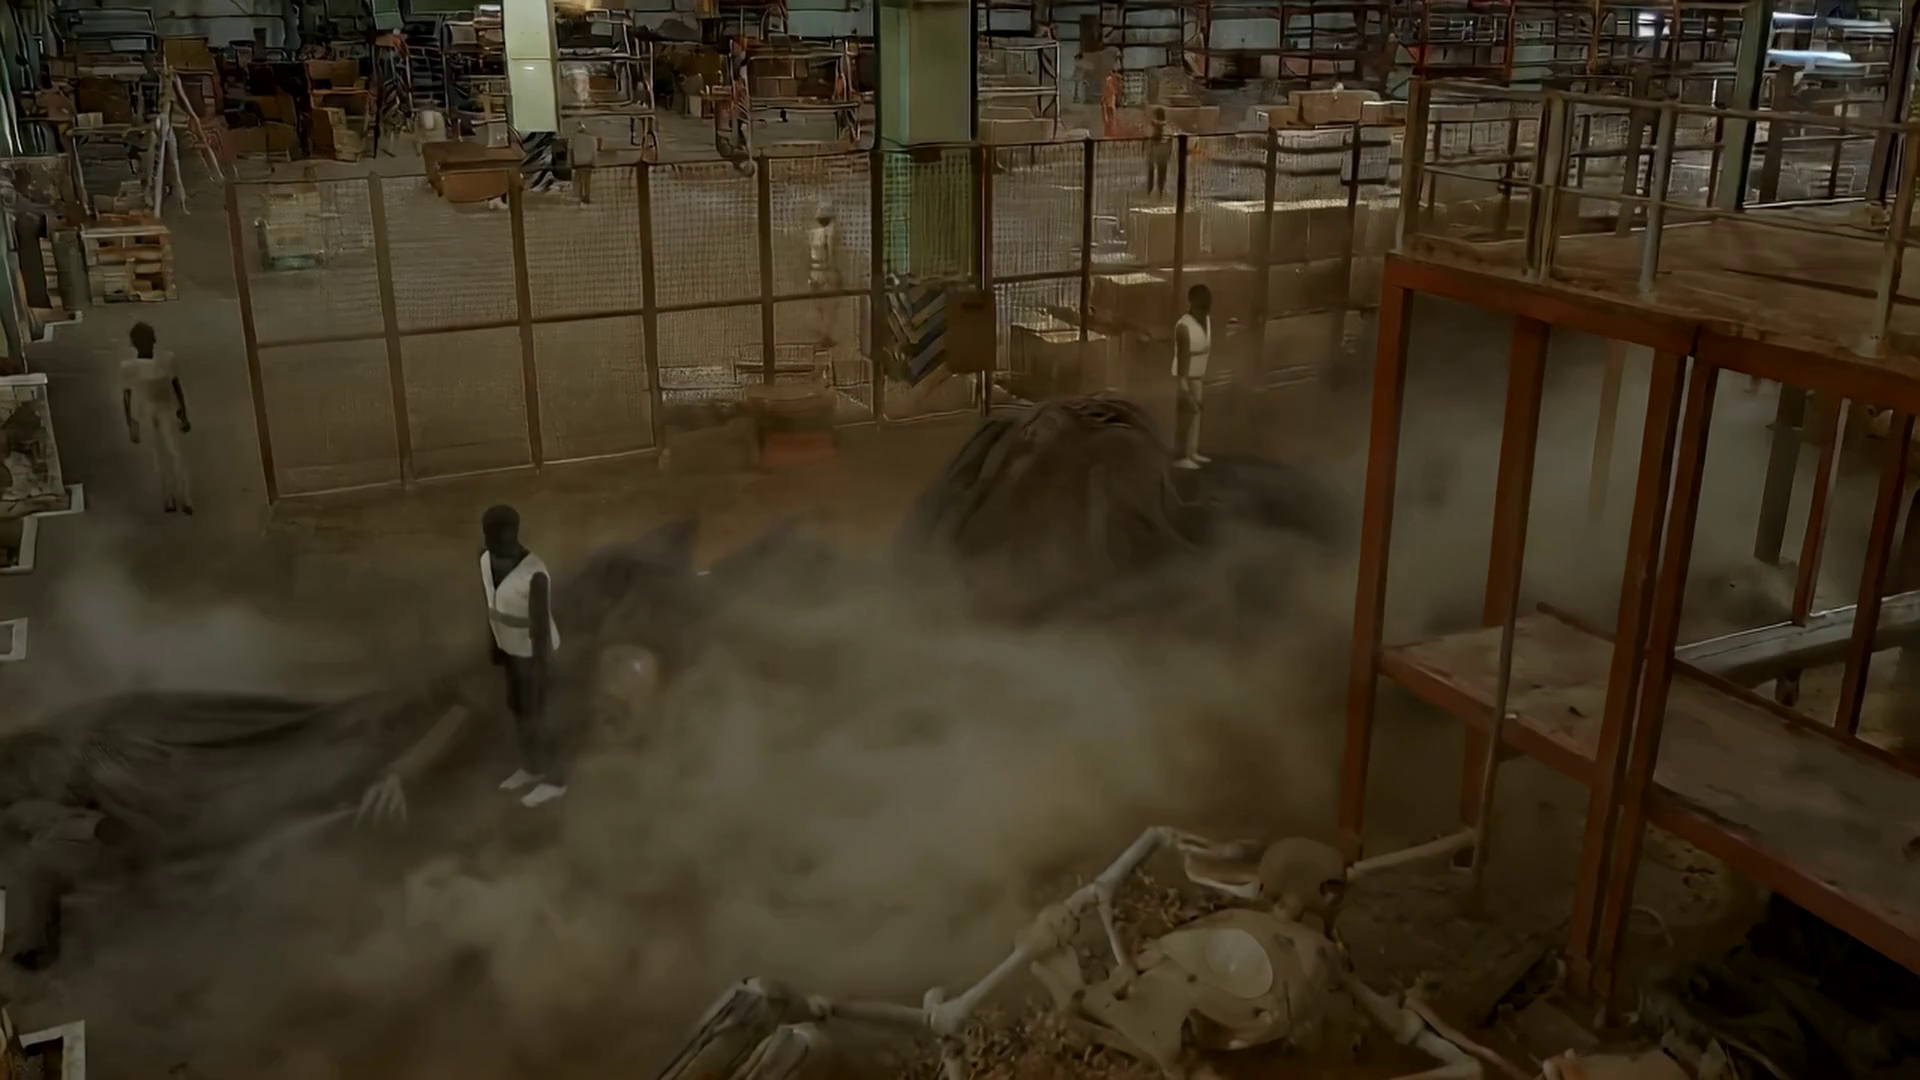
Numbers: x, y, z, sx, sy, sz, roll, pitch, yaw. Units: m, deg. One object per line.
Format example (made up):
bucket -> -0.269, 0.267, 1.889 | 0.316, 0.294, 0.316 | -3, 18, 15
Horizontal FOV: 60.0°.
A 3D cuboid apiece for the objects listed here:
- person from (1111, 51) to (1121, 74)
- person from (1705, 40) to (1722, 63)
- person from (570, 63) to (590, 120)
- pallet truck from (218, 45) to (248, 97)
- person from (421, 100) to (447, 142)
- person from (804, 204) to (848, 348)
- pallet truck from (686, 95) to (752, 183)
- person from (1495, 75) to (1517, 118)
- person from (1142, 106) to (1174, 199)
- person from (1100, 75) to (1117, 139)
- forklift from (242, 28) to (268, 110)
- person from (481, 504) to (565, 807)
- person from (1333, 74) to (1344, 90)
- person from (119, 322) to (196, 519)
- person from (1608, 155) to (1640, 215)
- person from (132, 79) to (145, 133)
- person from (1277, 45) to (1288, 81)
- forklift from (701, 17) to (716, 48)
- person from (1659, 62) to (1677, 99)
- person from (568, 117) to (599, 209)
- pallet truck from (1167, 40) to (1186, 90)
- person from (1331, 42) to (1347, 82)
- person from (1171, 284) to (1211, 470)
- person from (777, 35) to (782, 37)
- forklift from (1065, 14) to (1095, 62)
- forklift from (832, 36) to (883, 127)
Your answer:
person -> 6.255, -19.015, 67.618 | 0.819, 1.655, 0.553 | 11, 22, 29
person -> 34.895, -22.363, 77.147 | 0.913, 1.786, 0.594 | -10, 21, -27
person -> -12.838, -15.192, 56.187 | 0.635, 1.912, 0.869 | -13, 23, -32
pallet truck -> -28.879, -18.665, 66.111 | 0.823, 1.965, 1.885 | -3, 19, -9
person -> -12.913, -9.873, 40.900 | 0.631, 1.819, 0.804 | 3, 19, 7
person -> -1.786, -3.556, 22.428 | 0.614, 1.926, 0.517 | 16, 25, 39
pallet truck -> -5.836, -9.608, 39.856 | 0.823, 1.965, 1.885 | 10, 22, 27
person -> 15.963, -12.624, 48.709 | 0.604, 1.931, 0.928 | 2, 19, 7
person -> 4.387, -8.643, 36.991 | 0.685, 2.000, 0.886 | 2, 19, 6
person -> 4.442, -12.946, 49.747 | 0.527, 1.858, 0.318 | 14, 23, 34
forklift -> -24.981, -16.906, 59.677 | 1.873, 2.768, 1.129 | -9, 21, -25
person -> -2.671, 0.684, 10.164 | 0.584, 1.911, 0.392 | 16, 24, 38
person -> 12.246, -14.277, 53.947 | 0.315, 1.629, 0.508 | -6, 20, -16
person -> -7.414, -1.092, 15.394 | 0.567, 1.841, 0.753 | -12, 22, -30
person -> 11.404, -5.630, 28.443 | 0.580, 1.914, 0.682 | -17, 25, -40
person -> -25.385, -13.404, 51.416 | 0.522, 1.631, 0.324 | 6, 20, 16
person -> 12.900, -18.842, 66.713 | 0.366, 1.935, 0.552 | -9, 21, -23
forklift -> -10.921, -21.323, 72.480 | 1.873, 2.768, 1.129 | -9, 21, -25
person -> 25.451, -16.333, 59.819 | 0.547, 1.676, 0.549 | 12, 22, 31
person -> -8.048, -8.092, 35.625 | 0.598, 1.889, 0.912 | -2, 19, -5
pallet truck -> 9.045, -19.971, 69.895 | 0.823, 1.965, 1.885 | -3, 19, -8
person -> 16.154, -20.248, 70.853 | 0.638, 1.902, 0.751 | 7, 20, 19
person -> 2.367, -1.667, 16.978 | 0.397, 1.913, 0.591 | 11, 22, 30
person -> -8.439, -22.794, 78.242 | 0.940, 1.885, 0.548 | 7, 20, 19
forklift -> 5.939, -23.321, 78.274 | 1.873, 2.768, 1.129 | -9, 21, -25
forklift -> -3.095, -14.692, 53.260 | 1.873, 2.768, 1.129 | -9, 21, -25
